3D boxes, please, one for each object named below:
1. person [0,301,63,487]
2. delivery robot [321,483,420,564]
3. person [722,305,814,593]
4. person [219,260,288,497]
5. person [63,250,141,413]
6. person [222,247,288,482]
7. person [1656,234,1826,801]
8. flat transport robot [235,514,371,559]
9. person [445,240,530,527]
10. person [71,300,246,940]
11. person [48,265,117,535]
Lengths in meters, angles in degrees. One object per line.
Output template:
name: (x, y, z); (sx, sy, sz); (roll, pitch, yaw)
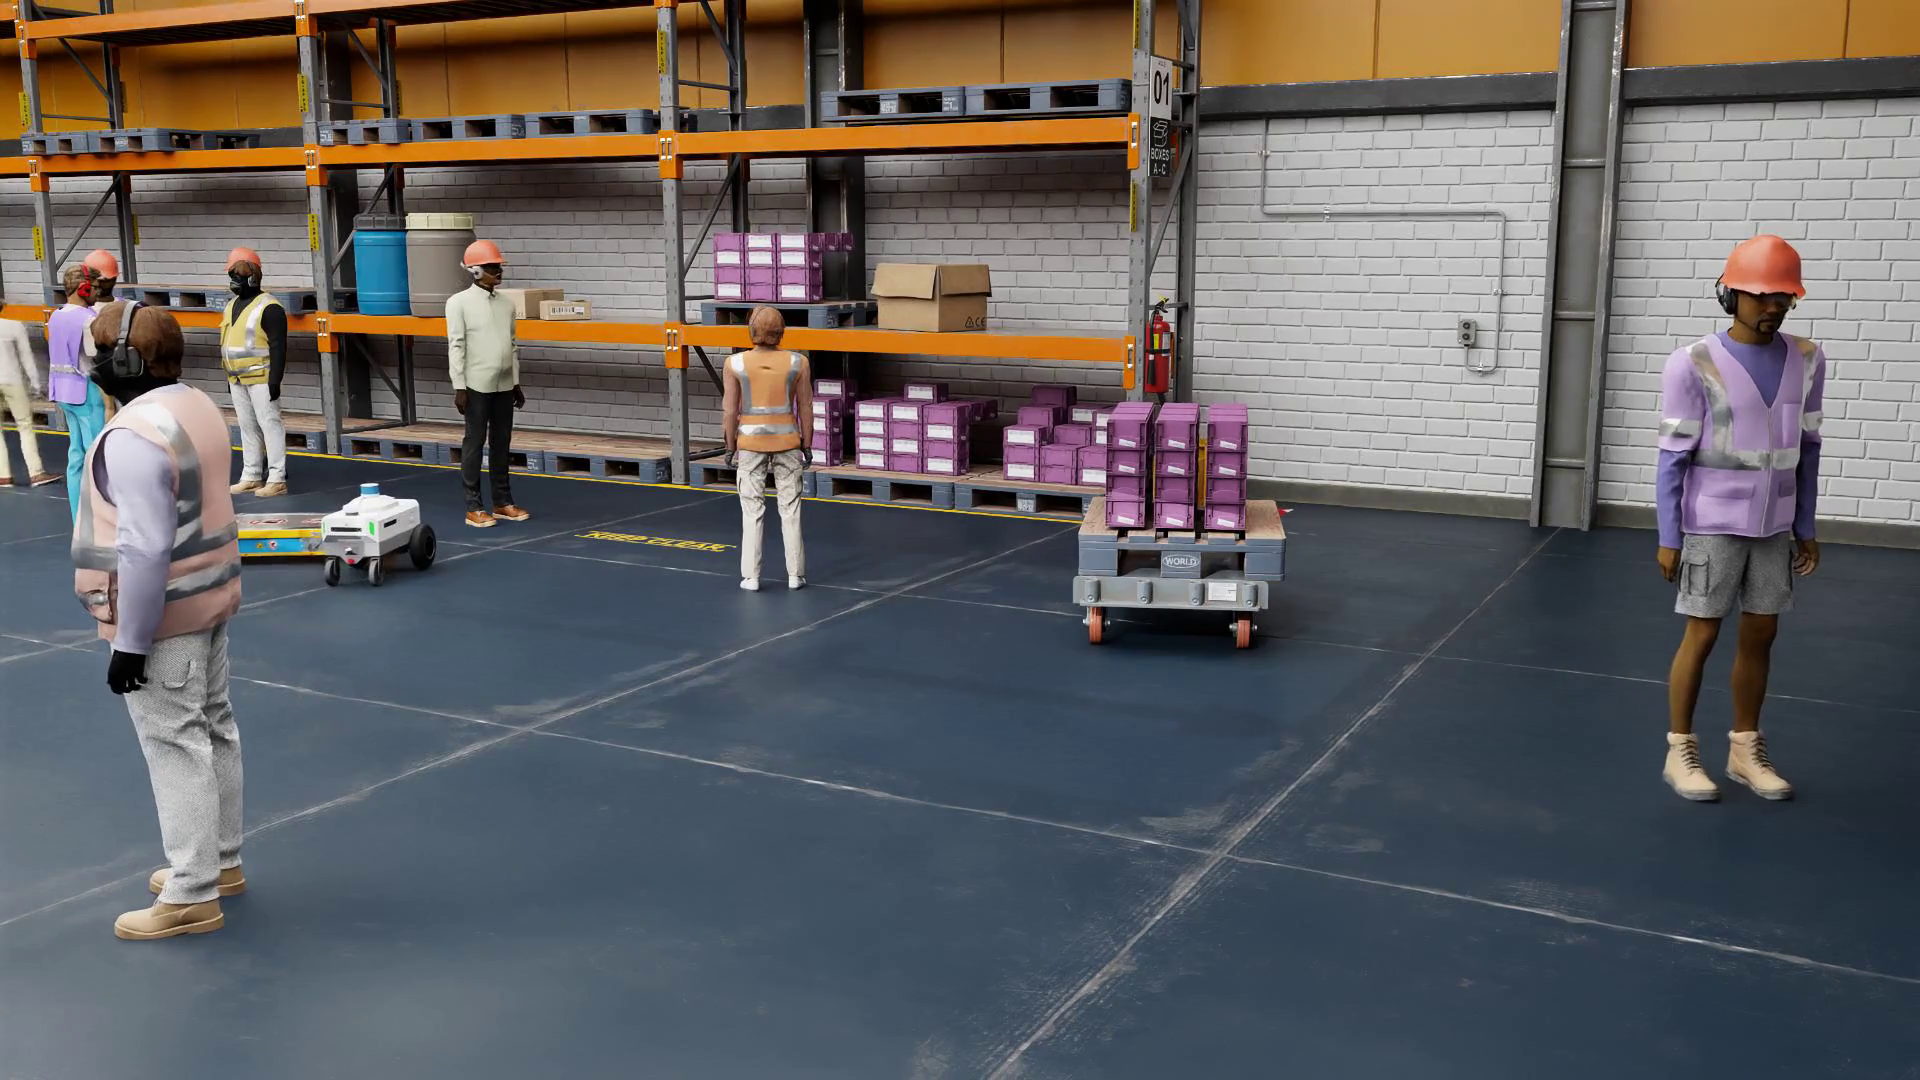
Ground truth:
person: (-7.746, -1.233, 13.515); (0.632, 1.604, 0.402); (-5, 11, -24)
delivery robot: (-3.501, -0.094, 9.903); (0.477, 0.478, 0.707); (1, 10, 5)
person: (-1.089, -0.512, 9.480); (0.524, 1.639, 0.306); (-2, 11, -11)
person: (-5.533, -1.258, 13.015); (0.621, 1.845, 0.429); (6, 12, 30)
person: (-5.987, -1.069, 11.736); (0.547, 1.930, 0.382); (-10, 14, -42)
person: (-5.858, -1.449, 13.802); (0.375, 1.935, 0.551); (-8, 13, -37)
person: (2.793, -0.062, 5.949); (0.614, 2.032, 0.402); (-2, 10, -10)
flat transport robot: (-4.305, -0.027, 10.576); (1.431, 0.197, 0.652); (-1, 10, -6)
person: (-3.326, -1.099, 11.715); (0.370, 1.996, 0.622); (6, 12, 29)
person: (-2.330, 0.231, 4.850); (0.429, 1.845, 0.621); (-1, 10, -6)
person: (-5.773, -0.888, 10.989); (0.565, 1.840, 0.390); (7, 13, 34)
